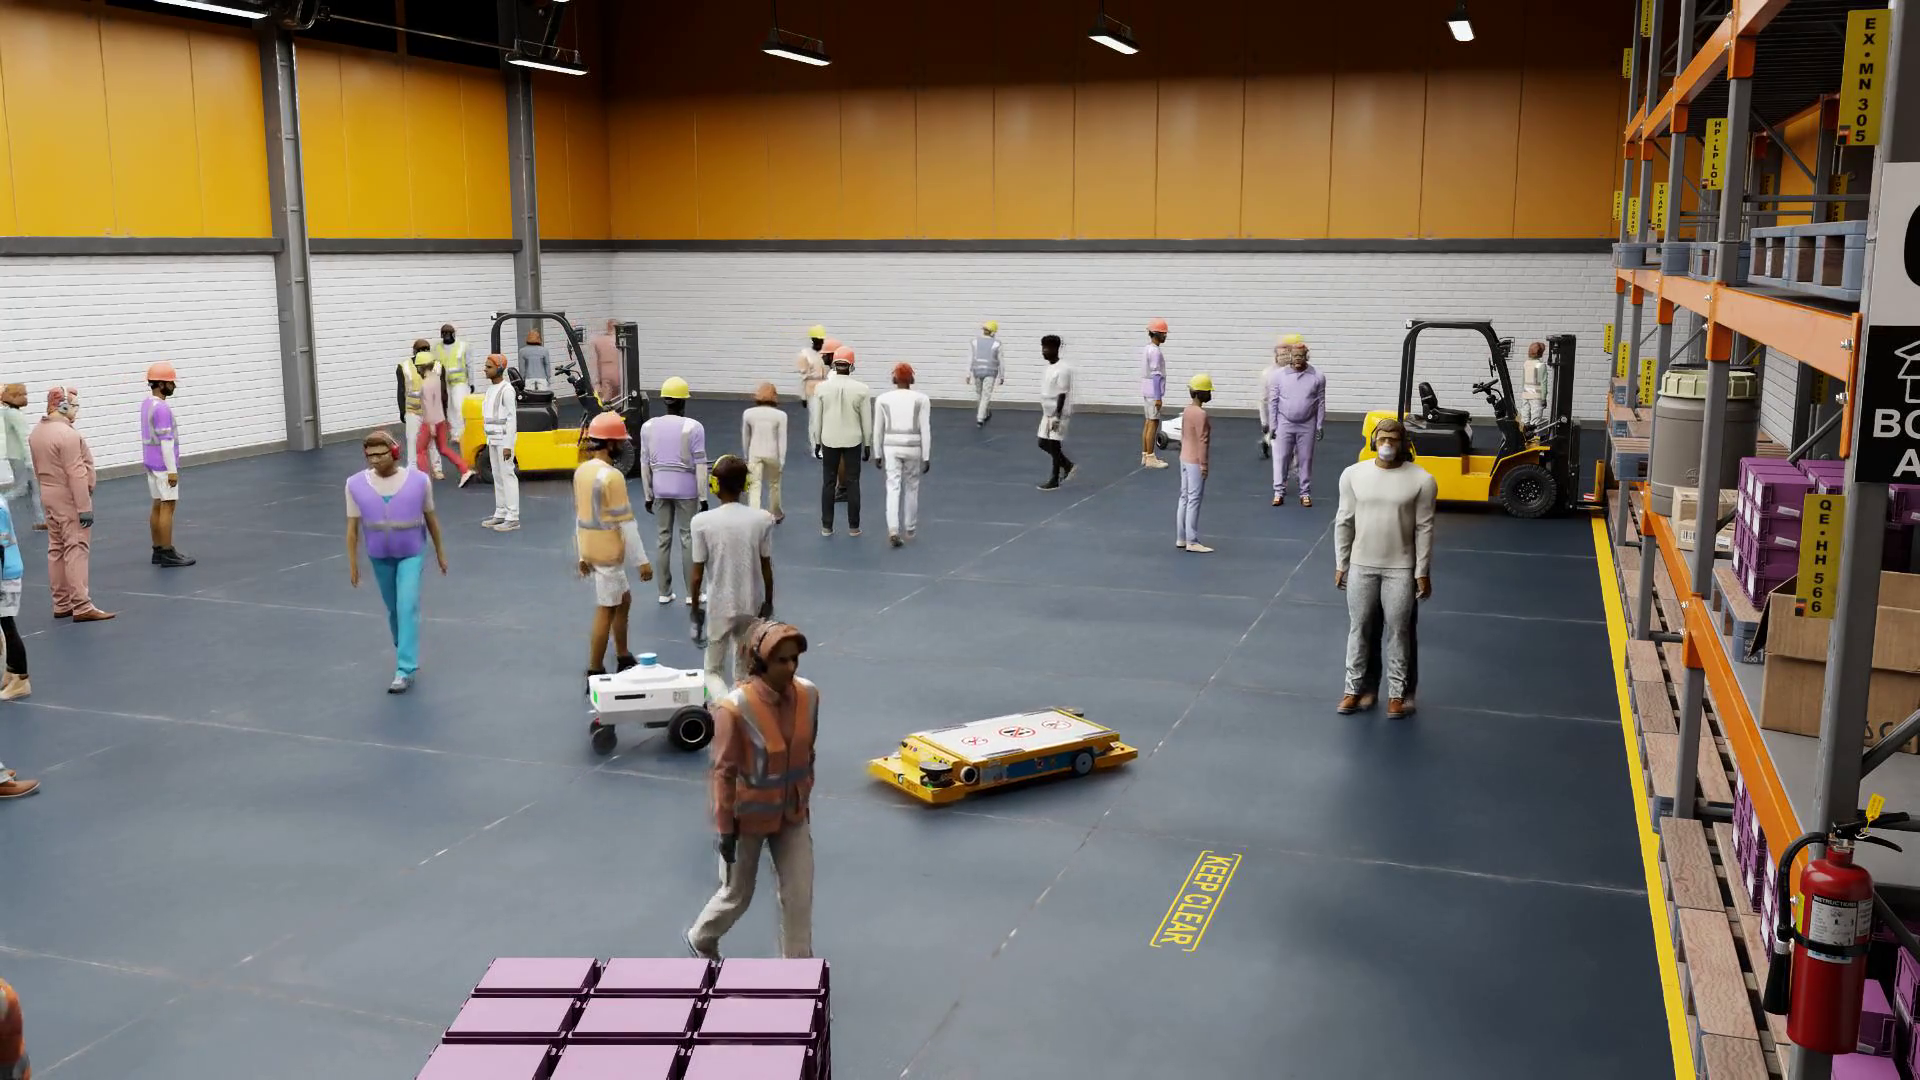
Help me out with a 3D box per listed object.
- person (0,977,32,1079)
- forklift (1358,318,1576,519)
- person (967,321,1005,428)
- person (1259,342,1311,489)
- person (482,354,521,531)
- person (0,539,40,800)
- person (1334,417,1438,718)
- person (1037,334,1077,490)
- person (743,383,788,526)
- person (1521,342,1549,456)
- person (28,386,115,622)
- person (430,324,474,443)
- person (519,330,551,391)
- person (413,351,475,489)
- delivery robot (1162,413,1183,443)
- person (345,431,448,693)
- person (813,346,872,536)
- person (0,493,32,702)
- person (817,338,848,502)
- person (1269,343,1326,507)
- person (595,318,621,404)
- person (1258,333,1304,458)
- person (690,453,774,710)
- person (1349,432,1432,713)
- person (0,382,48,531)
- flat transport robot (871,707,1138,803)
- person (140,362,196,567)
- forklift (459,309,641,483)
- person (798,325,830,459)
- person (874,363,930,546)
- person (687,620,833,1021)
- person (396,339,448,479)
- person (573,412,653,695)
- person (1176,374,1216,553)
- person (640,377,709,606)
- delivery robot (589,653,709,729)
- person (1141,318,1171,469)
[{"bbox_3d":[-2.335,1.544,3.755,0.368,1.680,0.557,6,11,28],"label":"person"},{"bbox_3d":[5.787,-1.437,19.079,2.313,2.155,1.214,3,11,19],"label":"forklift"},{"bbox_3d":[0.450,-2.775,27.810,0.614,1.766,0.951,3,11,18],"label":"person"},{"bbox_3d":[4.021,-1.505,20.430,0.692,1.874,0.835,2,10,12],"label":"person"},{"bbox_3d":[-4.907,-1.041,17.723,0.355,1.884,0.575,-8,13,-37],"label":"person"},{"bbox_3d":[-5.398,0.462,9.106,0.629,1.940,0.377,10,14,43],"label":"person"},{"bbox_3d":[2.719,0.178,10.703,0.632,1.940,0.372,4,11,21],"label":"person"},{"bbox_3d":[1.214,-1.578,20.596,0.525,1.942,0.603,-5,11,-25],"label":"person"},{"bbox_3d":[-2.062,-0.869,17.626,0.507,1.582,0.914,1,10,5],"label":"person"},{"bbox_3d":[8.270,-2.028,23.961,0.308,1.645,0.515,-3,11,-19],"label":"person"},{"bbox_3d":[-7.186,-0.288,13.437,0.639,1.902,0.407,7,12,36],"label":"person"},{"bbox_3d":[-7.799,-2.372,25.400,0.660,1.816,0.788,0,10,-2],"label":"person"},{"bbox_3d":[-6.997,-2.637,27.419,0.500,1.633,0.281,-2,10,-13],"label":"person"},{"bbox_3d":[-6.476,-1.475,20.588,0.791,1.731,0.506,1,10,4],"label":"person"},{"bbox_3d":[3.281,-1.630,24.519,0.477,0.478,0.707,-5,11,-25],"label":"delivery robot"},{"bbox_3d":[-3.908,0.111,11.561,0.633,1.782,0.965,-2,10,-9],"label":"person"},{"bbox_3d":[-1.222,-1.021,17.344,0.619,1.988,0.396,0,10,2],"label":"person"},{"bbox_3d":[-6.443,0.233,11.107,0.321,1.693,0.539,-8,13,-37],"label":"person"},{"bbox_3d":[-1.490,-1.413,19.667,0.378,1.936,0.548,1,10,5],"label":"person"},{"bbox_3d":[3.907,-1.330,19.292,0.644,1.907,0.399,2,10,10],"label":"person"},{"bbox_3d":[-5.606,-2.629,26.744,0.649,1.868,0.869,5,11,24],"label":"person"},{"bbox_3d":[4.565,-2.018,23.474,0.745,1.805,0.600,-3,11,-18],"label":"person"},{"bbox_3d":[-1.289,0.423,9.575,0.529,1.851,0.617,-5,11,-25],"label":"person"},{"bbox_3d":[2.792,0.208,10.814,0.544,1.841,0.393,3,10,15],"label":"person"},{"bbox_3d":[-9.918,-0.851,17.439,0.734,1.604,0.507,-8,13,-39],"label":"person"},{"bbox_3d":[0.265,1.213,9.572,1.431,0.197,0.652,-7,12,-33],"label":"flat transport robot"},{"bbox_3d":[-7.509,-0.714,15.737,0.377,1.932,0.552,-9,13,-41],"label":"person"},{"bbox_3d":[-5.354,-1.902,21.697,2.313,2.155,1.214,-2,10,-13],"label":"forklift"},{"bbox_3d":[-2.004,-2.101,23.611,0.621,1.908,0.421,-9,14,-42],"label":"person"},{"bbox_3d":[-0.596,-0.875,16.908,0.587,1.852,0.926,1,10,4],"label":"person"},{"bbox_3d":[-0.830,1.076,6.601,0.523,1.608,0.721,-10,14,-43],"label":"person"},{"bbox_3d":[-6.923,-1.674,21.456,0.627,1.838,0.430,-5,11,-25],"label":"person"},{"bbox_3d":[-2.283,0.086,11.300,0.707,1.916,0.560,-7,12,-34],"label":"person"},{"bbox_3d":[2.353,-0.764,16.496,0.330,1.767,0.528,-2,10,-11],"label":"person"},{"bbox_3d":[-2.393,-0.407,14.028,0.588,1.928,0.383,3,10,16],"label":"person"},{"bbox_3d":[-1.888,0.930,10.085,0.707,0.478,0.477,-2,10,-15],"label":"delivery robot"},{"bbox_3d":[2.672,-1.994,22.648,0.380,2.040,0.615,-1,10,-4],"label":"person"}]
